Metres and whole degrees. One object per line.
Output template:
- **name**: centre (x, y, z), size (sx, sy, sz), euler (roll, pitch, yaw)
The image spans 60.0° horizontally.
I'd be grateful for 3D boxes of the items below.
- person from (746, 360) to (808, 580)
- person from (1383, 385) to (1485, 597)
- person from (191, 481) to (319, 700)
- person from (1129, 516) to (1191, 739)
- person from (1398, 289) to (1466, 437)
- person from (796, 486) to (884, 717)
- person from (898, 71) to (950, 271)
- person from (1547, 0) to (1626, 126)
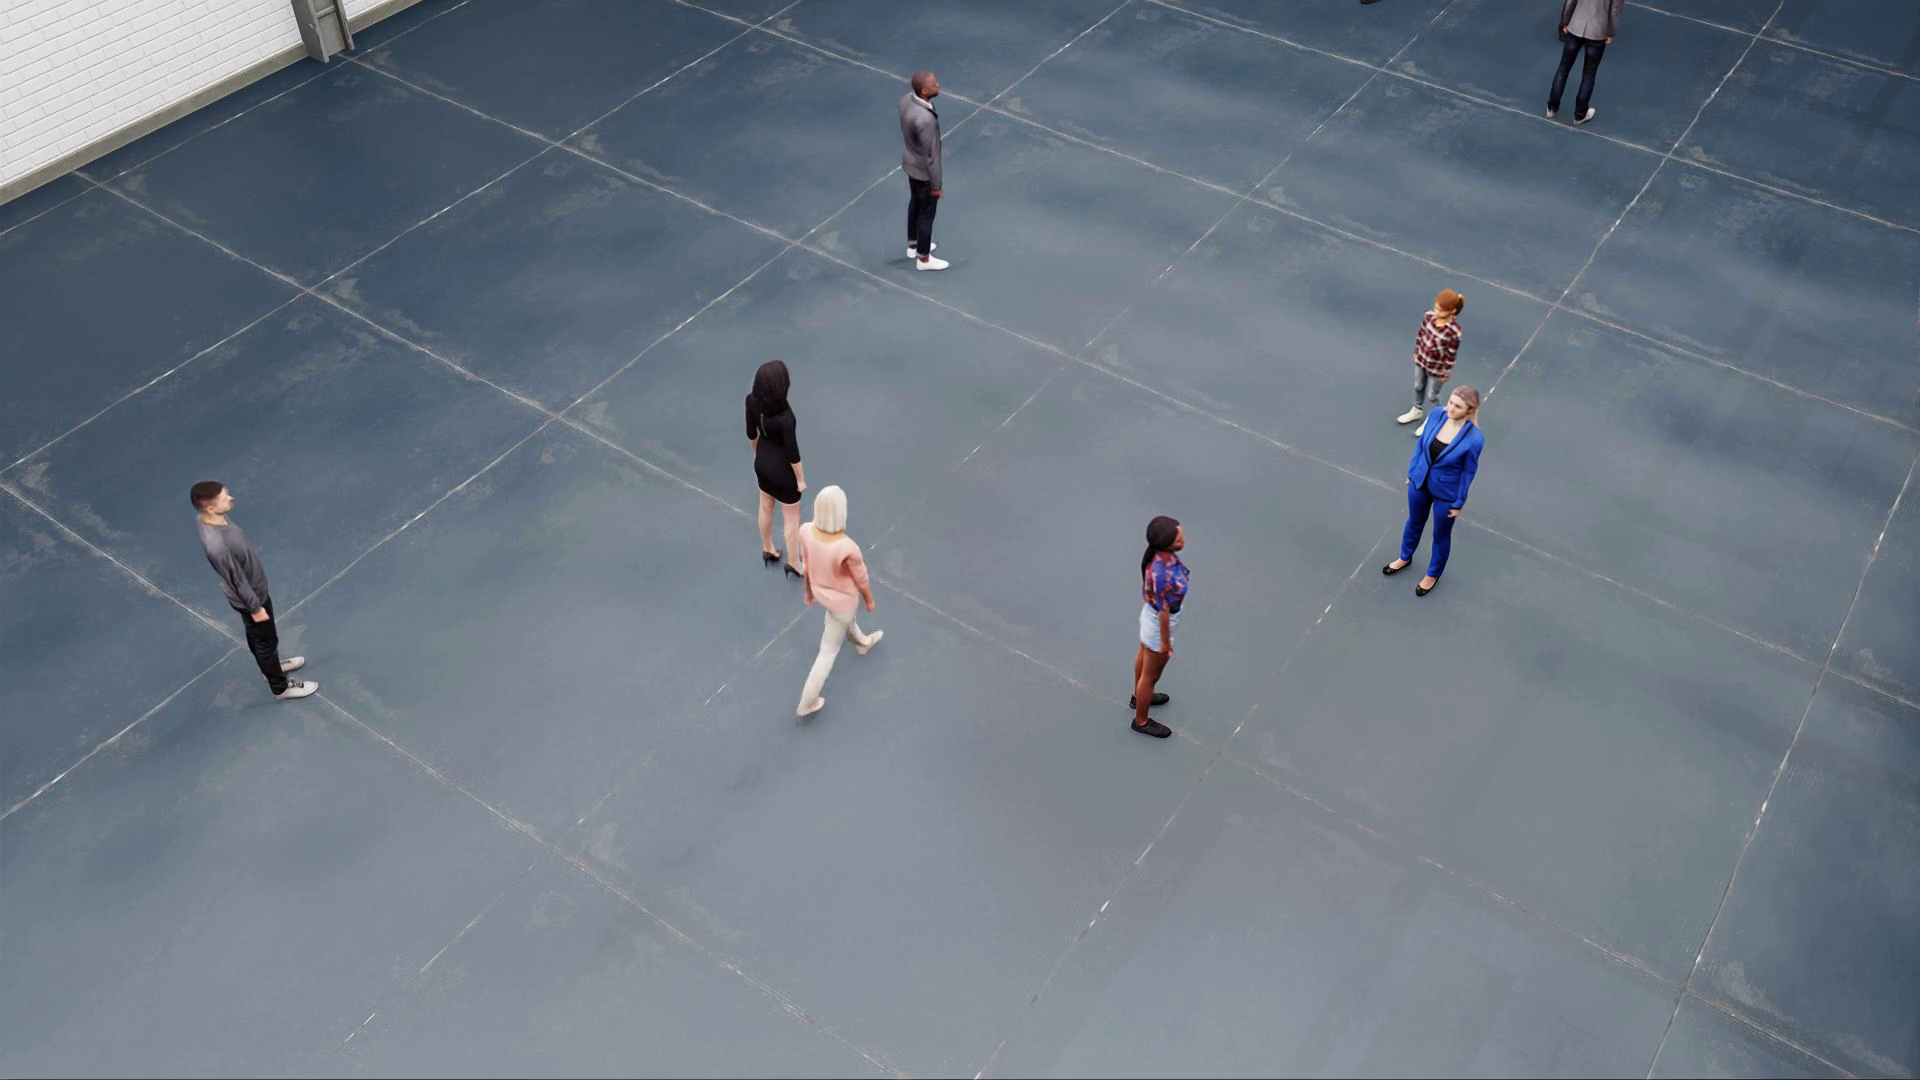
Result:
- **person**: centre (-1.250, -0.470, 11.345), size (0.625, 1.803, 0.523), euler (31, 52, 29)
- **person**: centre (3.257, -0.363, 11.307), size (0.630, 1.701, 0.669), euler (-30, 51, -28)
- **person**: centre (-4.534, 0.317, 10.546), size (0.676, 1.765, 0.691), euler (-23, 48, -22)
- **person**: centre (1.228, 0.518, 10.353), size (0.727, 1.741, 0.622), euler (2, 44, 3)
- **person**: centre (3.617, -1.373, 12.656), size (0.585, 1.302, 0.582), euler (-24, 49, -23)
- **person**: centre (-0.835, 0.413, 10.510), size (0.599, 1.676, 1.149), euler (25, 49, 24)
- **person**: centre (-0.328, -3.151, 14.150), size (0.809, 1.816, 0.806), euler (-14, 45, -14)
- **person**: centre (6.032, -4.900, 15.944), size (0.670, 1.874, 0.578), euler (25, 49, 24)
